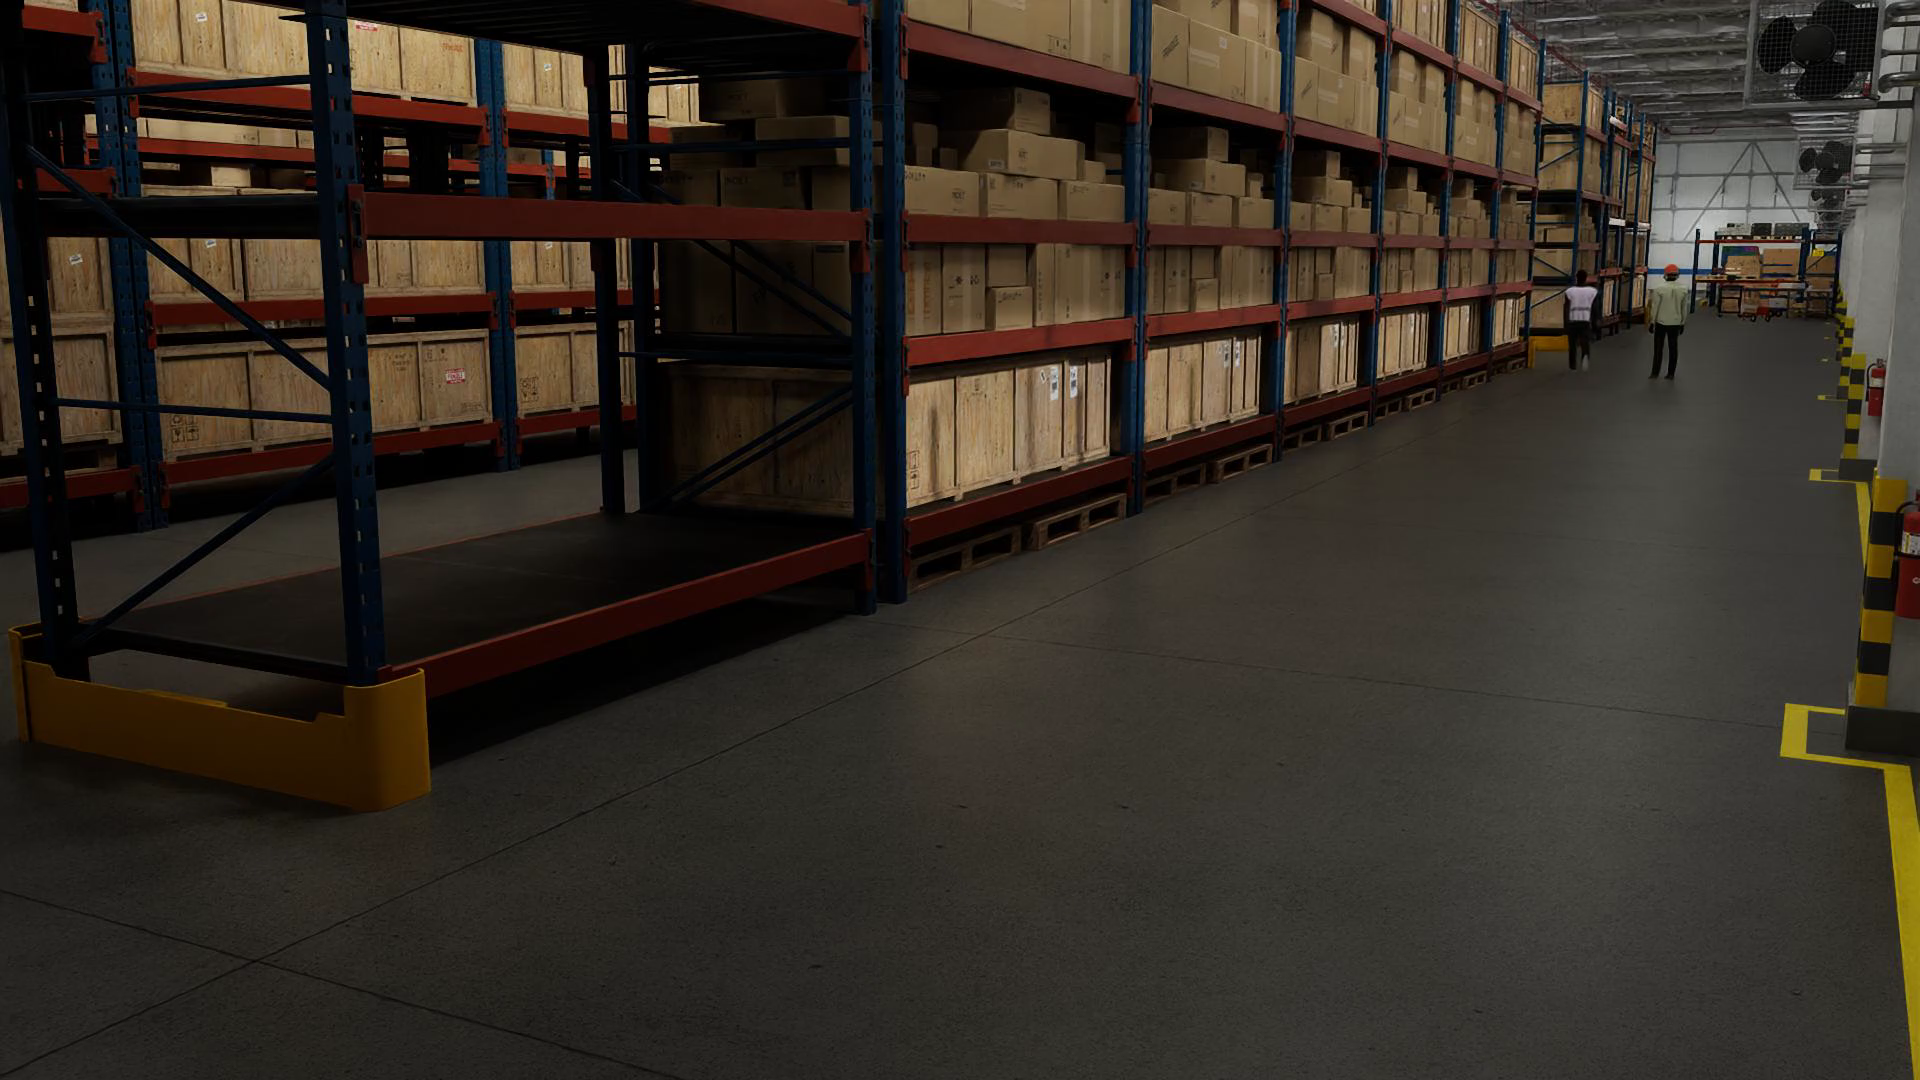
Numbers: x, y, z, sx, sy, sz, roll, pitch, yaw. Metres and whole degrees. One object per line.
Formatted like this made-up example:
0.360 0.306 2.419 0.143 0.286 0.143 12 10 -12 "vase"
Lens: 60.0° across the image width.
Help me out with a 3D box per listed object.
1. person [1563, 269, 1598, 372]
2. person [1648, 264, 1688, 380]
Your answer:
11.296 -3.981 30.261 0.606 1.896 0.723 2 10 11 "person"
12.148 -3.731 28.549 0.624 1.990 0.402 -1 10 -4 "person"
